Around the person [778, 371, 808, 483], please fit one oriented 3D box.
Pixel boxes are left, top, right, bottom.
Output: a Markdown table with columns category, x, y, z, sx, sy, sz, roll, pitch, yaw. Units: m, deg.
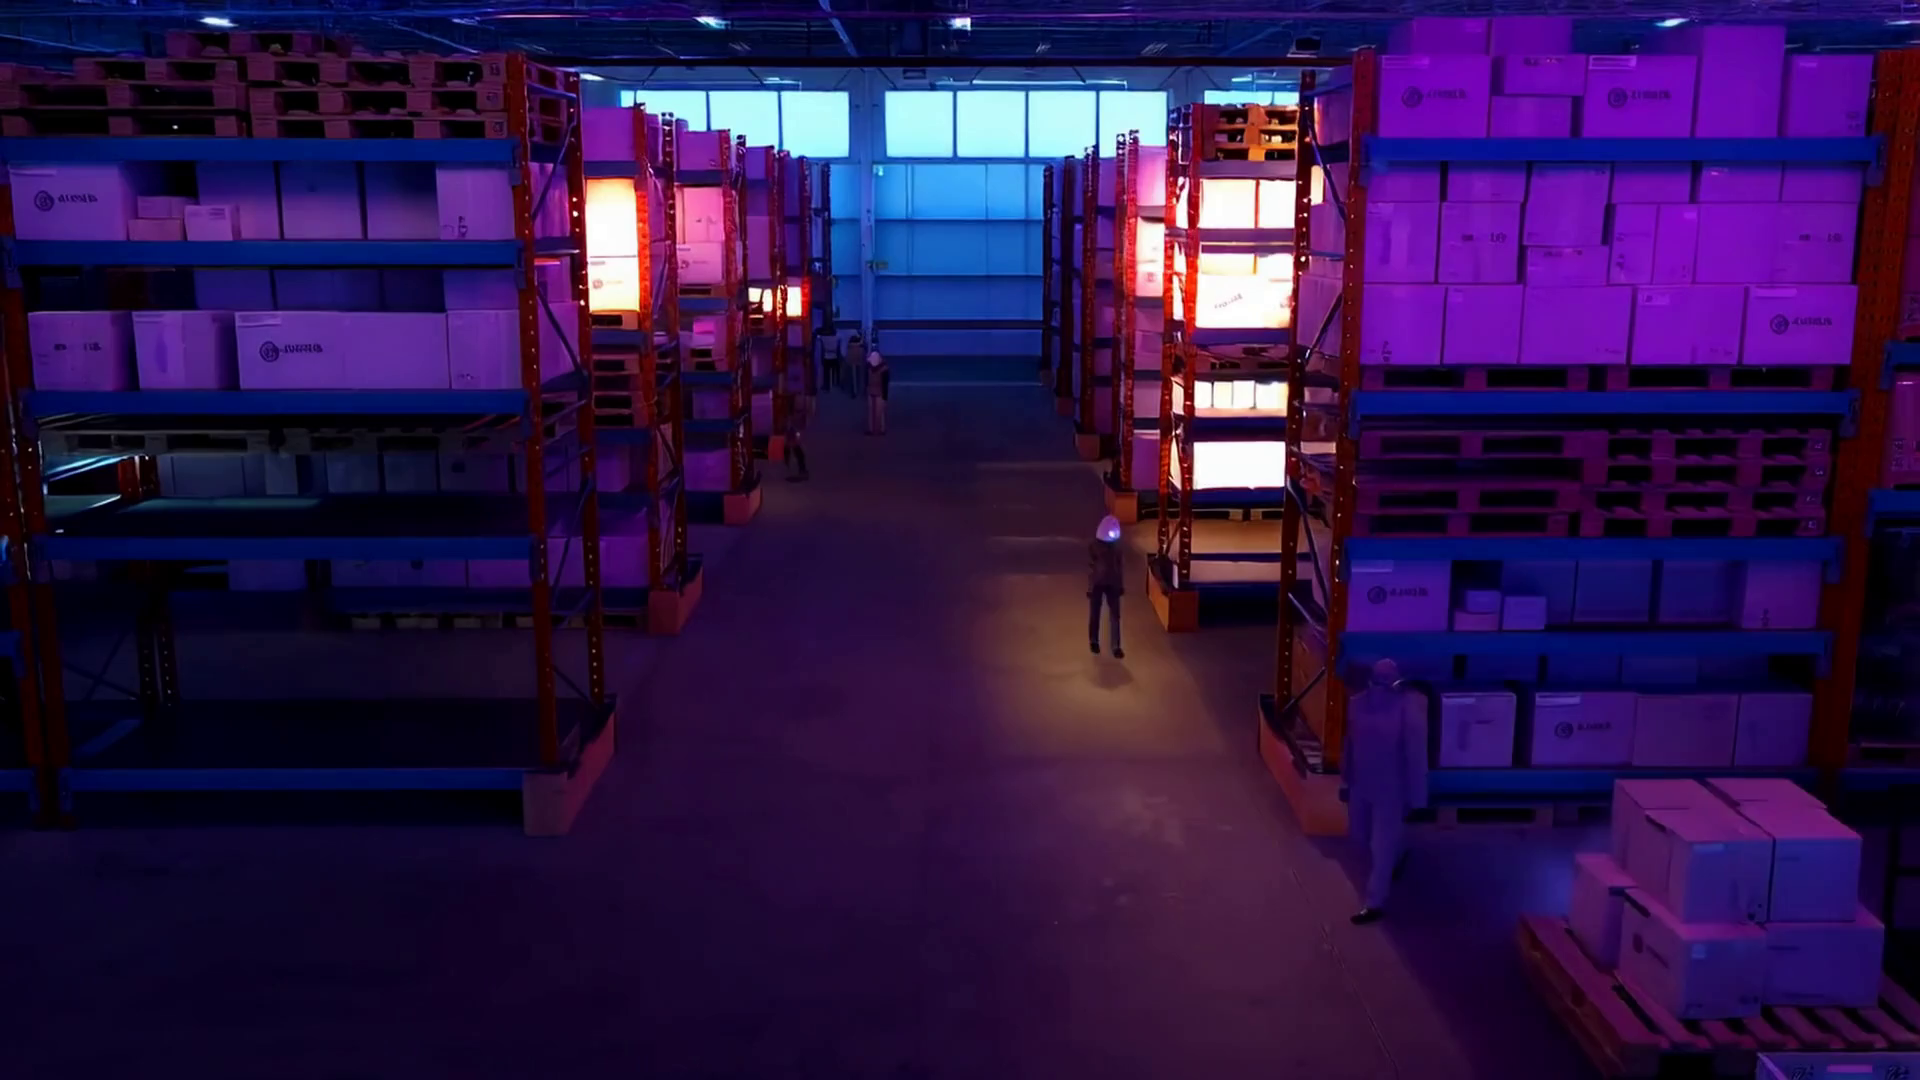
| category | x | y | z | sx | sy | sz | roll | pitch | yaw |
| --- | --- | --- | --- | --- | --- | --- | --- | --- | --- |
| person | -3.054 | -2.027 | 29.881 | 0.698 | 2.017 | 0.630 | -1 | 11 | -5 |

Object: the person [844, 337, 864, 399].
| category | x | y | z | sx | sy | sz | roll | pitch | yaw |
| --- | --- | --- | --- | --- | --- | --- | --- | --- | --- |
| person | -2.737 | -4.444 | 42.971 | 0.492 | 1.578 | 0.889 | 1 | 11 | 7 |

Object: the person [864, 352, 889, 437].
| category | x | y | z | sx | sy | sz | roll | pitch | yaw |
| --- | --- | --- | --- | --- | --- | --- | --- | --- | --- |
| person | -1.813 | -3.137 | 35.842 | 0.625 | 1.841 | 0.429 | 10 | 15 | 41 |

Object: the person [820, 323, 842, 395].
| category | x | y | z | sx | sy | sz | roll | pitch | yaw |
| --- | --- | --- | --- | --- | --- | --- | --- | --- | --- |
| person | -3.385 | -4.776 | 43.898 | 0.659 | 1.863 | 0.764 | 3 | 12 | 17 |

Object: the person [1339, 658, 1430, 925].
| category | x | y | z | sx | sy | sz | roll | pitch | yaw |
| --- | --- | --- | --- | --- | --- | --- | --- | --- | --- |
| person | 2.994 | 1.718 | 11.647 | 0.647 | 1.886 | 0.652 | -8 | 14 | -36 |

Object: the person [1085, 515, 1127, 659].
| category | x | y | z | sx | sy | sz | roll | pitch | yaw |
| --- | --- | --- | --- | --- | --- | --- | --- | --- | --- |
| person | 1.615 | 0.527 | 18.291 | 0.510 | 1.590 | 0.865 | -2 | 12 | -10 |
